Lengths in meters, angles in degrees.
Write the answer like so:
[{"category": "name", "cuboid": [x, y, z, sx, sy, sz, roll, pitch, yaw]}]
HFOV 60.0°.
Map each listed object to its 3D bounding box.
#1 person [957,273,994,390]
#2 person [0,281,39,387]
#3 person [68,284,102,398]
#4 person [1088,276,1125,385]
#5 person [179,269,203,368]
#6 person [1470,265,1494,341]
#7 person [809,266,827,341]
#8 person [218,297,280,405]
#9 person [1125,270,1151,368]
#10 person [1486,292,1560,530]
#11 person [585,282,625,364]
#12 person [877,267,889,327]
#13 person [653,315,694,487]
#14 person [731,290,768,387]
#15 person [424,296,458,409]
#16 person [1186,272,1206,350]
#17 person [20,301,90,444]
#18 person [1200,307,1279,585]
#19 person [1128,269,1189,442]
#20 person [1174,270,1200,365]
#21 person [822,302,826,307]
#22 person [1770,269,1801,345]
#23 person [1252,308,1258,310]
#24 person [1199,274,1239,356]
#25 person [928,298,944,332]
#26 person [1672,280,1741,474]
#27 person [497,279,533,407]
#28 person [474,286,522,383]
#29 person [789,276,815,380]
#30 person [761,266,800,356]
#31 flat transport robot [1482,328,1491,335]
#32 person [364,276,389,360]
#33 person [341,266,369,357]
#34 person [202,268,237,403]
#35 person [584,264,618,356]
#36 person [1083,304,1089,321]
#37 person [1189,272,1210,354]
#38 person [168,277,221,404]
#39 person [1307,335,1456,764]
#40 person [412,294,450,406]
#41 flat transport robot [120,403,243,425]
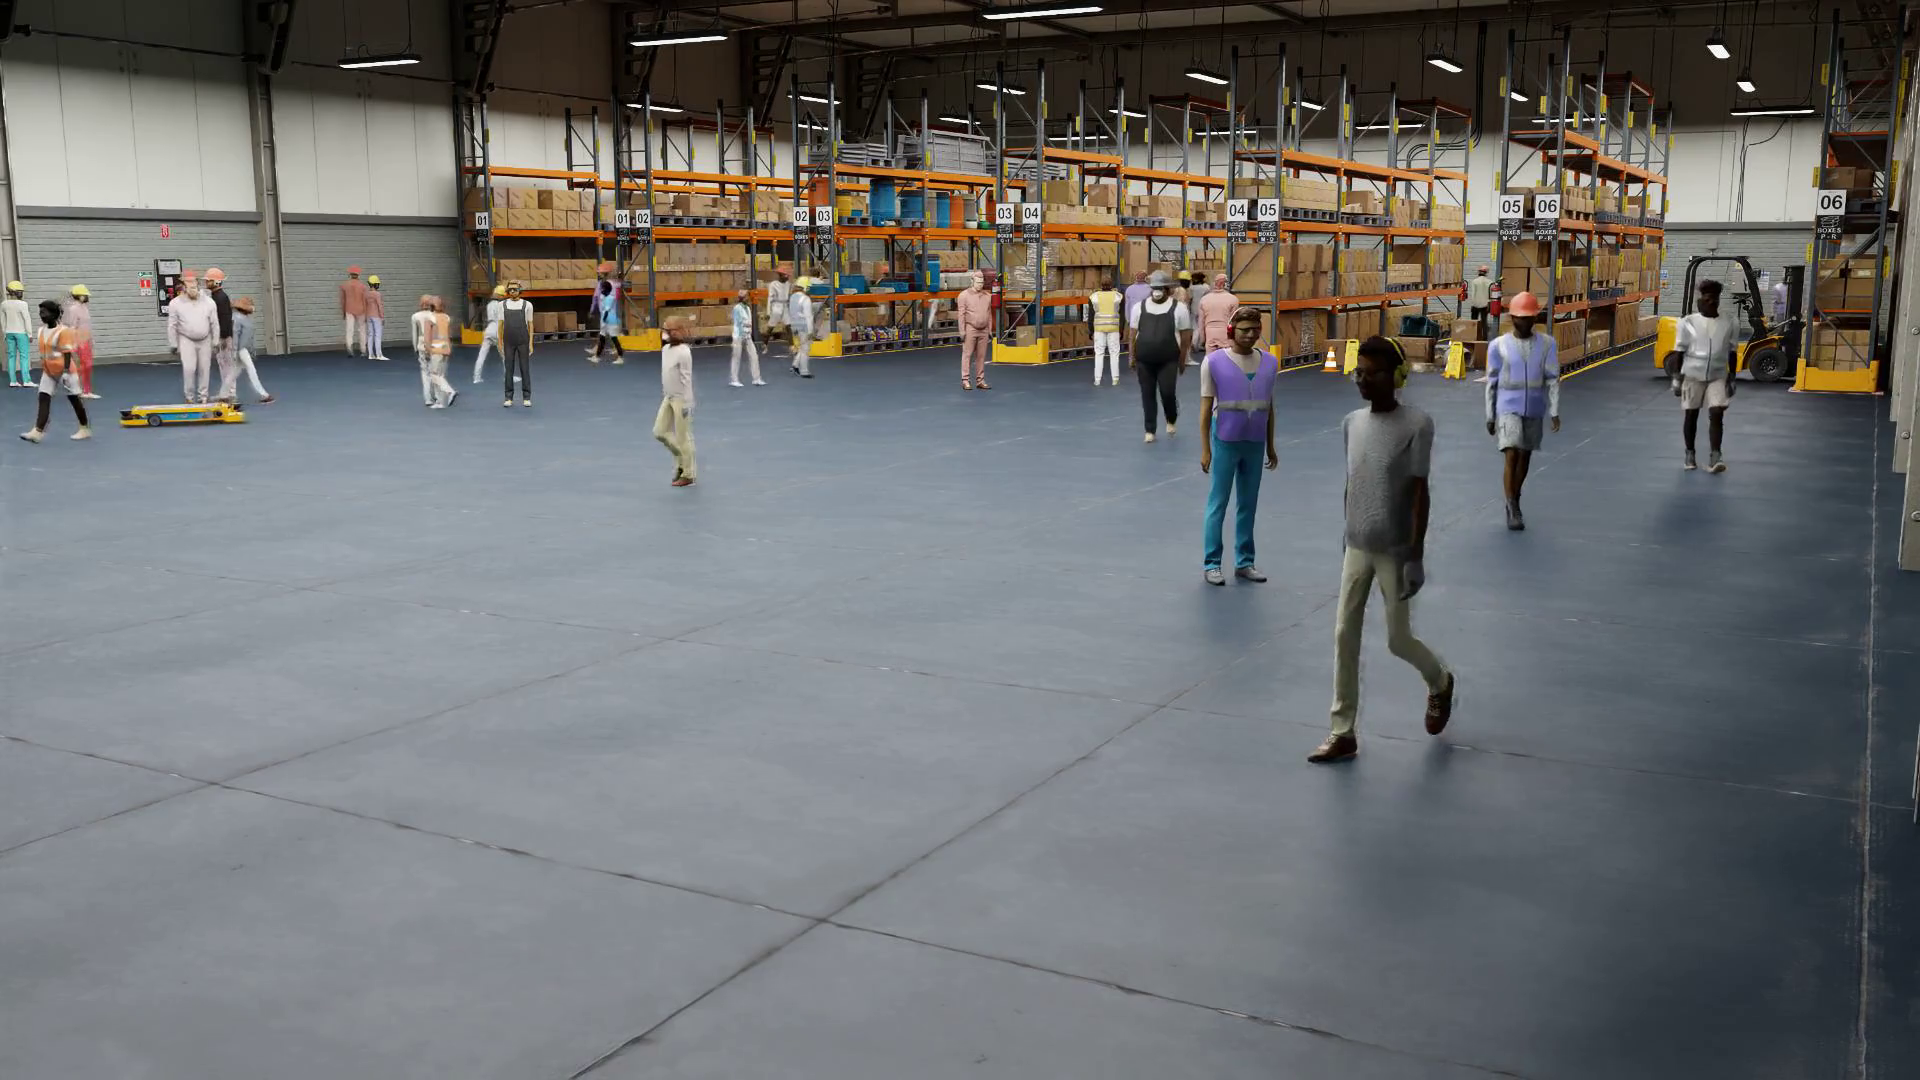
[{"category": "person", "cuboid": [0.272, -3.398, 27.147, 0.639, 1.903, 0.407, -6, 11, -31]}, {"category": "person", "cuboid": [-15.642, -3.412, 27.631, 0.533, 1.763, 0.328, 2, 10, 11]}, {"category": "person", "cuboid": [-13.390, -3.010, 25.321, 0.432, 1.755, 0.528, -1, 10, -8]}, {"category": "person", "cuboid": [2.477, -3.525, 28.075, 0.630, 1.846, 0.429, 1, 10, 5]}, {"category": "person", "cuboid": [-14.913, -4.274, 32.211, 0.565, 1.913, 0.670, 5, 11, 25]}, {"category": "person", "cuboid": [12.704, -5.710, 40.542, 0.640, 1.939, 0.858, -1, 10, -5]}, {"category": "person", "cuboid": [-3.465, -5.630, 40.142, 0.636, 1.920, 0.513, 7, 12, 36]}, {"category": "person", "cuboid": [-10.491, -2.764, 24.356, 0.880, 1.575, 0.546, -2, 10, -10]}, {"category": "person", "cuboid": [3.532, -4.288, 32.339, 0.641, 1.908, 0.407, 4, 10, 22]}, {"category": "person", "cuboid": [4.555, -1.065, 13.527, 0.548, 1.895, 0.973, 1, 10, 6]}, {"category": "person", "cuboid": [-7.144, -4.345, 33.383, 0.825, 1.657, 0.544, -3, 10, -19]}, {"category": "person", "cuboid": [-2.003, -6.402, 44.745, 0.555, 1.903, 0.962, 4, 10, 20]}, {"category": "person", "cuboid": [-2.678, -1.298, 15.642, 0.372, 1.617, 0.518, -7, 12, -37]}, {"category": "person", "cuboid": [-3.524, -3.340, 27.644, 0.728, 1.611, 0.517, 4, 11, 24]}, {"category": "person", "cuboid": [-7.351, -2.648, 23.585, 0.539, 1.622, 0.520, 4, 11, 24]}, {"category": "person", "cuboid": [5.497, -5.316, 38.641, 0.622, 1.822, 0.723, 7, 12, 36]}, {"category": "person", "cuboid": [-10.579, -1.954, 19.397, 0.549, 1.642, 0.858, 4, 10, 21]}, {"category": "person", "cuboid": [1.847, -0.627, 11.091, 0.572, 1.840, 0.374, -4, 10, -21]}, {"category": "person", "cuboid": [2.292, -2.152, 19.439, 0.692, 2.000, 0.541, 3, 10, 17]}, {"category": "person", "cuboid": [4.378, -4.413, 33.081, 0.734, 1.913, 0.615, 0, 10, 0]}, {"category": "person", "cuboid": [-3.999, -7.118, 48.942, 0.554, 1.904, 0.956, 8, 12, 38]}, {"category": "person", "cuboid": [18.094, -4.989, 36.455, 0.633, 1.902, 0.451, 2, 10, 12]}, {"category": "person", "cuboid": [6.678, -5.378, 38.693, 0.590, 1.916, 0.391, 10, 14, 44]}, {"category": "person", "cuboid": [3.886, -3.002, 24.807, 0.637, 1.911, 0.403, 6, 11, 30]}, {"category": "person", "cuboid": [-0.765, -6.870, 47.701, 0.586, 1.837, 1.011, 5, 11, 25]}, {"category": "person", "cuboid": [7.499, -1.629, 16.705, 0.613, 1.923, 0.914, 3, 10, 17]}, {"category": "person", "cuboid": [-6.410, -2.837, 24.021, 0.508, 1.846, 0.345, -2, 10, -10]}, {"category": "person", "cuboid": [-8.020, -3.534, 28.625, 0.510, 1.670, 0.819, 7, 12, 36]}, {"category": "person", "cuboid": [-2.757, -3.733, 29.329, 0.421, 1.822, 0.616, -7, 12, -34]}, {"category": "person", "cuboid": [-3.971, -5.002, 36.401, 0.679, 1.965, 1.134, -9, 13, -41]}, {"category": "flat transport robot", "cuboid": [14.139, -5.803, 45.990, 0.652, 0.197, 1.431, 0, 10, -1]}, {"category": "person", "cuboid": [-12.224, -4.636, 34.786, 0.533, 1.768, 0.310, 6, 11, 32]}, {"category": "person", "cuboid": [-13.094, -4.936, 35.973, 0.614, 1.971, 0.875, -1, 10, -8]}, {"category": "person", "cuboid": [-11.010, -3.036, 24.740, 0.382, 1.997, 0.611, -6, 11, -32]}, {"category": "person", "cuboid": [-7.792, -4.994, 36.214, 1.054, 1.989, 0.632, -9, 13, -41]}, {"category": "person", "cuboid": [3.197, -5.696, 40.645, 0.584, 1.881, 0.337, 5, 11, 29]}, {"category": "person", "cuboid": [5.362, -5.106, 37.342, 0.533, 1.838, 0.879, 7, 12, 37]}, {"category": "person", "cuboid": [-10.975, -2.835, 23.918, 0.648, 1.881, 0.718, -7, 12, -34]}, {"category": "person", "cuboid": [1.869, 0.031, 7.232, 0.785, 1.852, 0.520, -8, 13, -40]}, {"category": "person", "cuboid": [-7.725, -2.778, 24.324, 0.551, 1.621, 0.450, -1, 10, -3]}, {"category": "flat transport robot", "cuboid": [-10.118, -1.643, 21.632, 1.431, 0.197, 0.652, -4, 11, -24]}]
